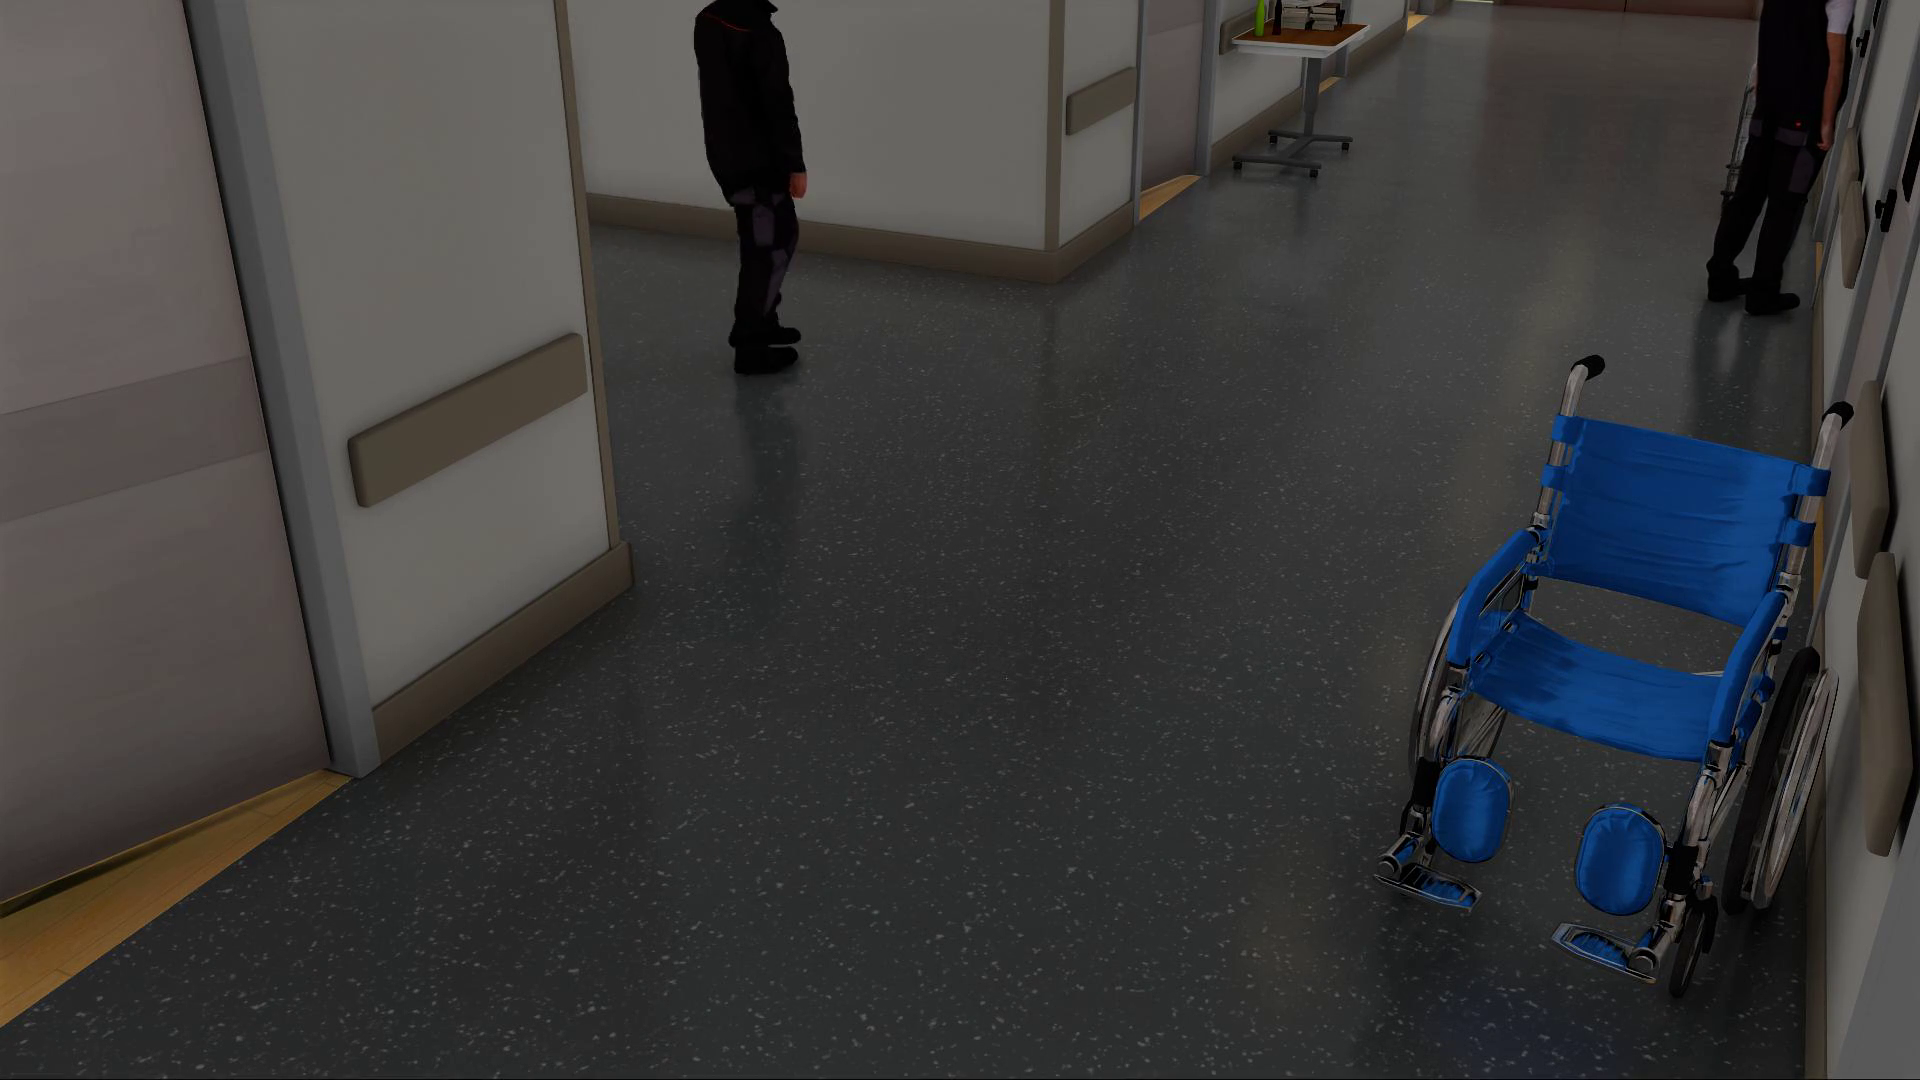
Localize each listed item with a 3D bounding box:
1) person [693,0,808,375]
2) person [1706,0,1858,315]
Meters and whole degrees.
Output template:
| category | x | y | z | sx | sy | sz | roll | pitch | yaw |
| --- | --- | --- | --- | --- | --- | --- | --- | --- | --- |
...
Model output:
| category | x | y | z | sx | sy | sz | roll | pitch | yaw |
| --- | --- | --- | --- | --- | --- | --- | --- | --- | --- |
| person | -0.931 | -1.587 | 6.864 | 0.916 | 1.847 | 0.896 | -14 | 29 | -26 |
| person | 3.821 | -1.973 | 7.664 | 0.793 | 1.848 | 0.724 | -8 | 27 | -15 |
